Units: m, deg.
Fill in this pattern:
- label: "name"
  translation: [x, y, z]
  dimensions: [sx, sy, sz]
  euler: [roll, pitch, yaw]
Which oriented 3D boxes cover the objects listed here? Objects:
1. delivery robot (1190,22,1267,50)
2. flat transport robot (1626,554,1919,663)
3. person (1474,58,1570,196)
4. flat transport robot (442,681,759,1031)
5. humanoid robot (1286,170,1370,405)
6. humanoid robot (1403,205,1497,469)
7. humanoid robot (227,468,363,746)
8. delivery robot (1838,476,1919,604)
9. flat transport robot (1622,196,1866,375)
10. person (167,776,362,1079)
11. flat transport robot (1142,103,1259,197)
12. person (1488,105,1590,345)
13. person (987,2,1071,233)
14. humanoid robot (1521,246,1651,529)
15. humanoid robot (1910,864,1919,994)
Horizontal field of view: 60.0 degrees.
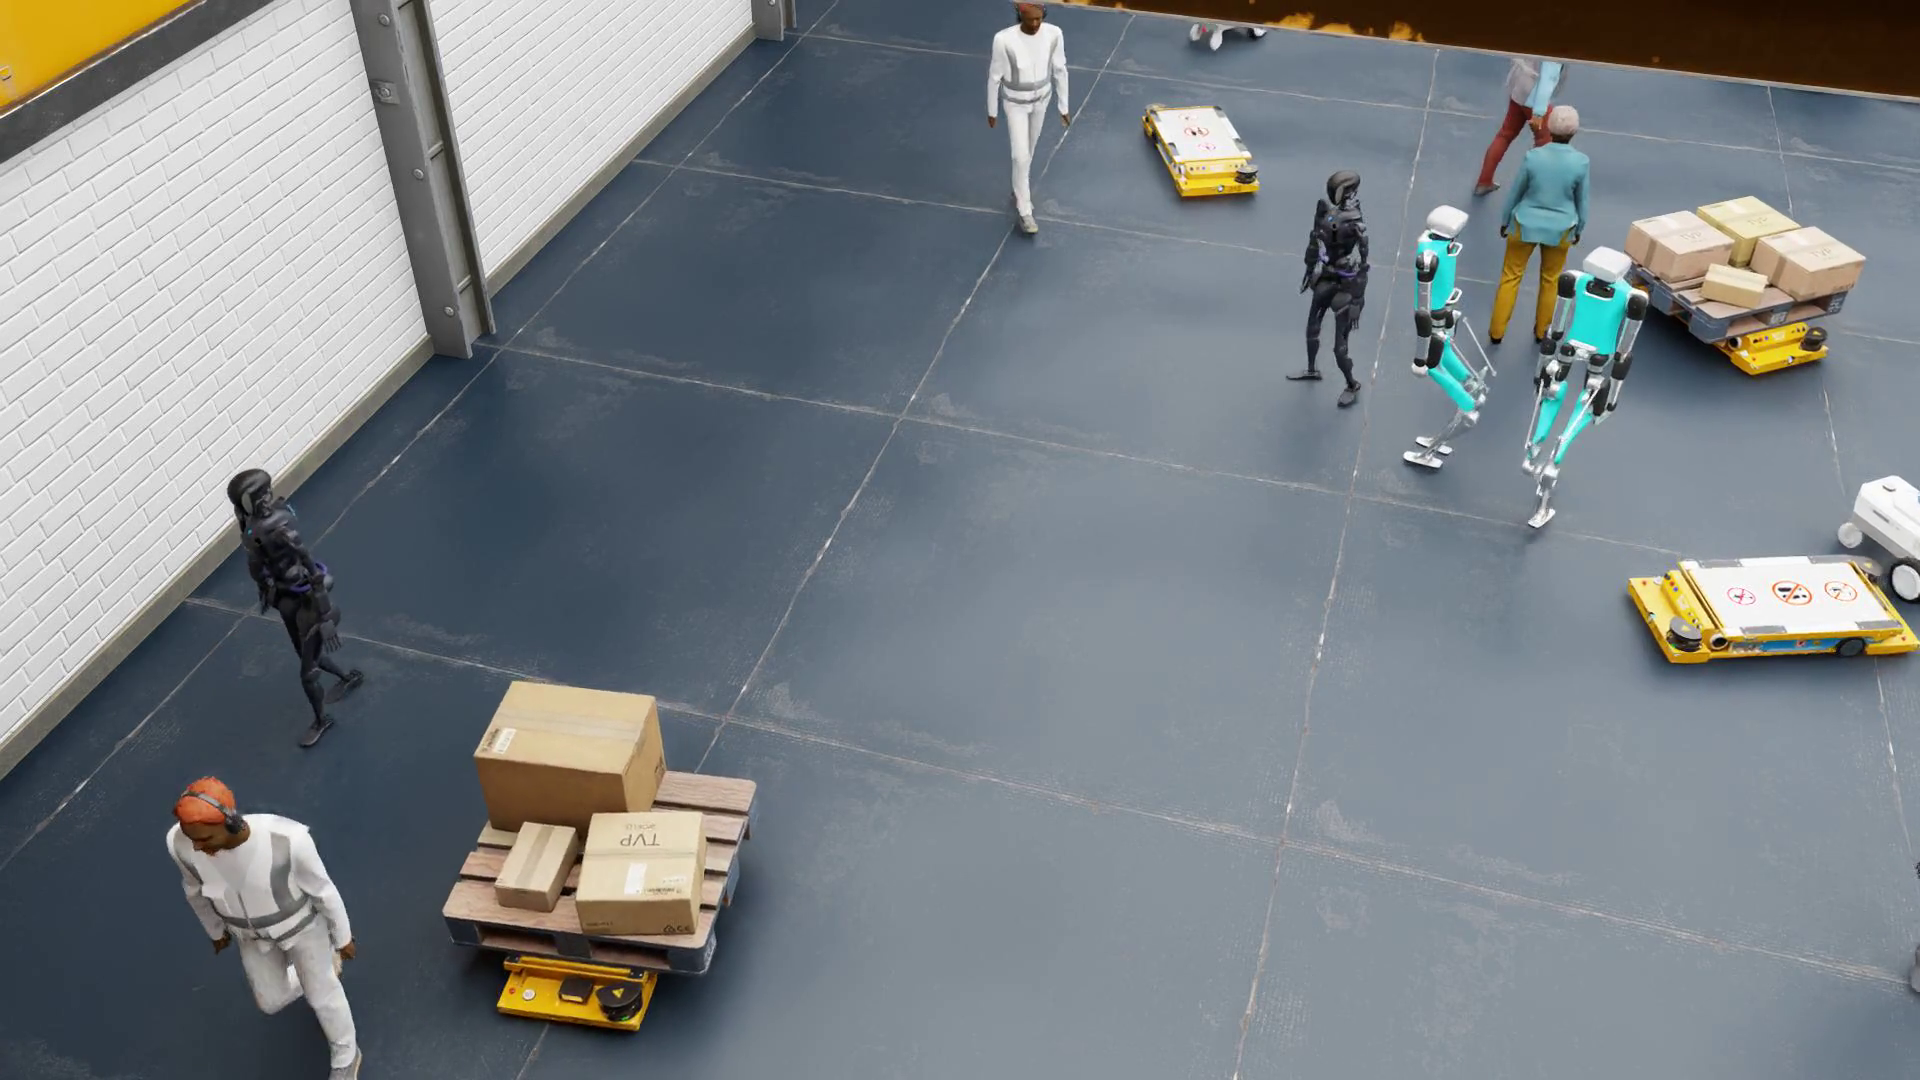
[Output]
- label: "delivery robot"
  translation: [2.609, -5.137, 16.157]
  dimensions: [0.774, 0.583, 0.499]
  euler: [-27, 46, -29]
- label: "flat transport robot"
  translation: [4.649, 0.395, 9.513]
  dimensions: [1.431, 0.231, 0.659]
  euler: [-2, 39, -3]
- label: "person"
  translation: [4.573, -3.473, 13.083]
  dimensions: [0.700, 1.840, 0.612]
  euler: [-1, 39, -1]
- label: "flat transport robot"
  translation: [-1.644, 1.661, 7.939]
  dimensions: [0.659, 0.231, 1.431]
  euler: [6, 39, 7]
- label: "humanoid robot"
  translation: [2.498, -1.701, 10.993]
  dimensions: [0.388, 1.640, 0.609]
  euler: [-18, 42, -21]
- label: "humanoid robot"
  translation: [3.081, -1.197, 10.277]
  dimensions: [0.721, 1.739, 0.535]
  euler: [19, 43, 22]
- label: "humanoid robot"
  translation: [-3.407, 0.301, 8.526]
  dimensions: [0.611, 1.639, 0.552]
  euler: [23, 44, 26]
- label: "delivery robot"
  translation: [5.642, -0.030, 9.813]
  dimensions: [0.499, 0.593, 0.789]
  euler: [-14, 41, -17]
- label: "flat transport robot"
  translation: [5.543, -1.690, 12.107]
  dimensions: [0.659, 0.231, 1.431]
  euler: [-14, 41, -16]
- label: "person"
  translation: [-2.782, 1.539, 6.816]
  dimensions: [0.618, 1.865, 0.544]
  euler: [3, 39, 4]
- label: "flat transport robot"
  translation: [2.034, -3.341, 14.160]
  dimensions: [0.659, 0.231, 1.431]
  euler: [-5, 39, -7]
- label: "person"
  translation: [4.023, -2.151, 11.512]
  dimensions: [0.546, 1.737, 0.366]
  euler: [10, 40, 13]
- label: "person"
  translation: [0.561, -3.306, 12.846]
  dimensions: [0.594, 1.851, 0.842]
  euler: [-16, 41, -19]
- label: "humanoid robot"
  translation: [3.551, -0.816, 9.836]
  dimensions: [0.542, 1.749, 0.804]
  euler: [28, 47, 30]
- label: "humanoid robot"
  translation: [4.527, 1.357, 7.195]
  dimensions: [0.603, 1.645, 0.439]
  euler: [8, 39, 10]
